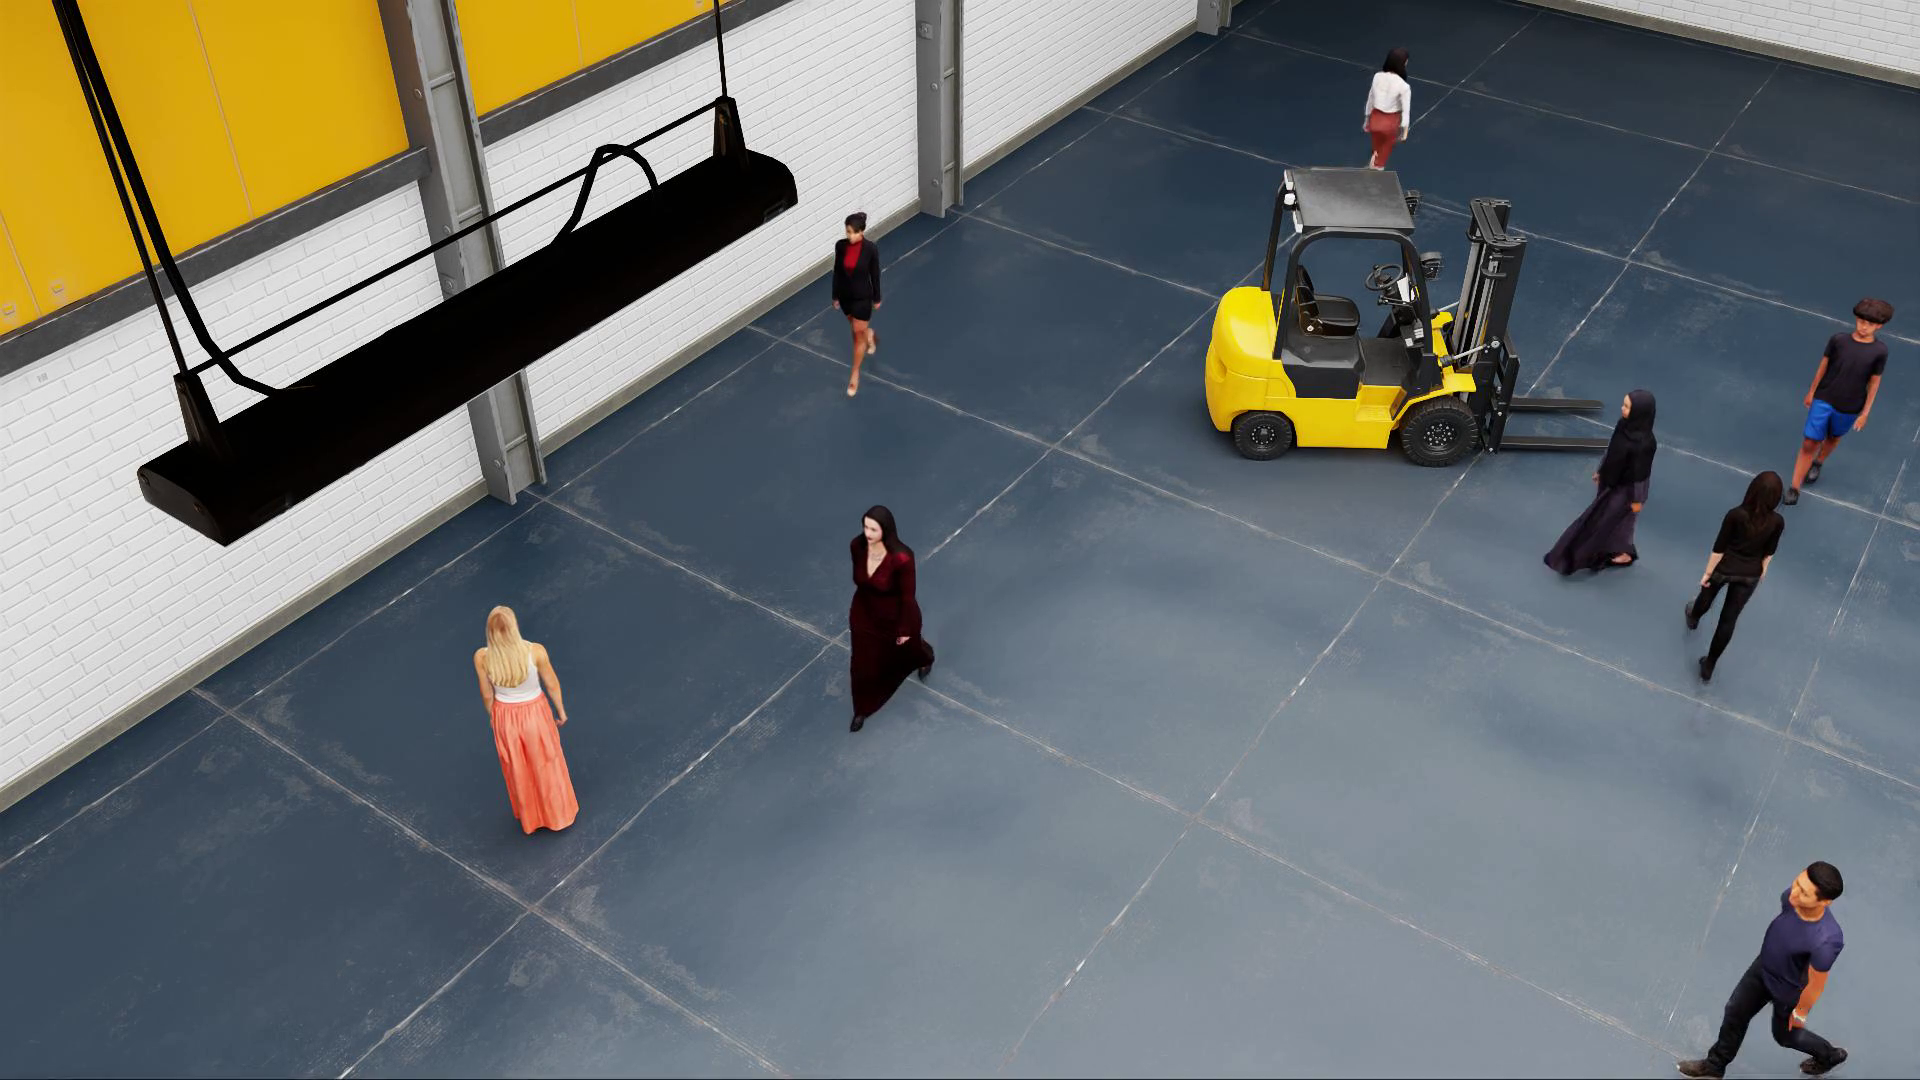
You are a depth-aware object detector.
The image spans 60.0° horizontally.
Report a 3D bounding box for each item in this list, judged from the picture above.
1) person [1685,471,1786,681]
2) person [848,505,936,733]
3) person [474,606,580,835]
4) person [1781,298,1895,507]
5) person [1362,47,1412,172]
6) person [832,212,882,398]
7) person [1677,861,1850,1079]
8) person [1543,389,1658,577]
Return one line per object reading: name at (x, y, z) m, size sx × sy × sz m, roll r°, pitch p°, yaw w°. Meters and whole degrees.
person at (5.348, 0.287, 11.465) m, size 0.802 × 1.605 × 1.064 m, roll 10°, pitch 40°, yaw 12°
person at (-0.439, 0.455, 11.164) m, size 0.773 × 1.720 × 1.125 m, roll 17°, pitch 42°, yaw 20°
person at (-2.691, 1.119, 10.266) m, size 0.730 × 1.803 × 0.772 m, roll -3°, pitch 39°, yaw -3°
person at (6.959, -1.130, 13.125) m, size 0.631 × 1.749 × 1.091 m, roll 22°, pitch 44°, yaw 25°
person at (4.255, -4.131, 16.892) m, size 0.675 × 1.736 × 0.670 m, roll -31°, pitch 48°, yaw -33°
person at (-0.883, -2.107, 14.465) m, size 0.750 × 1.603 × 1.090 m, roll 13°, pitch 40°, yaw 16°
person at (4.447, 2.331, 8.781) m, size 1.126 × 1.762 × 1.135 m, roll -2°, pitch 39°, yaw -2°
person at (4.999, -0.421, 12.349) m, size 1.047 × 1.609 × 1.065 m, roll -1°, pitch 39°, yaw -2°
